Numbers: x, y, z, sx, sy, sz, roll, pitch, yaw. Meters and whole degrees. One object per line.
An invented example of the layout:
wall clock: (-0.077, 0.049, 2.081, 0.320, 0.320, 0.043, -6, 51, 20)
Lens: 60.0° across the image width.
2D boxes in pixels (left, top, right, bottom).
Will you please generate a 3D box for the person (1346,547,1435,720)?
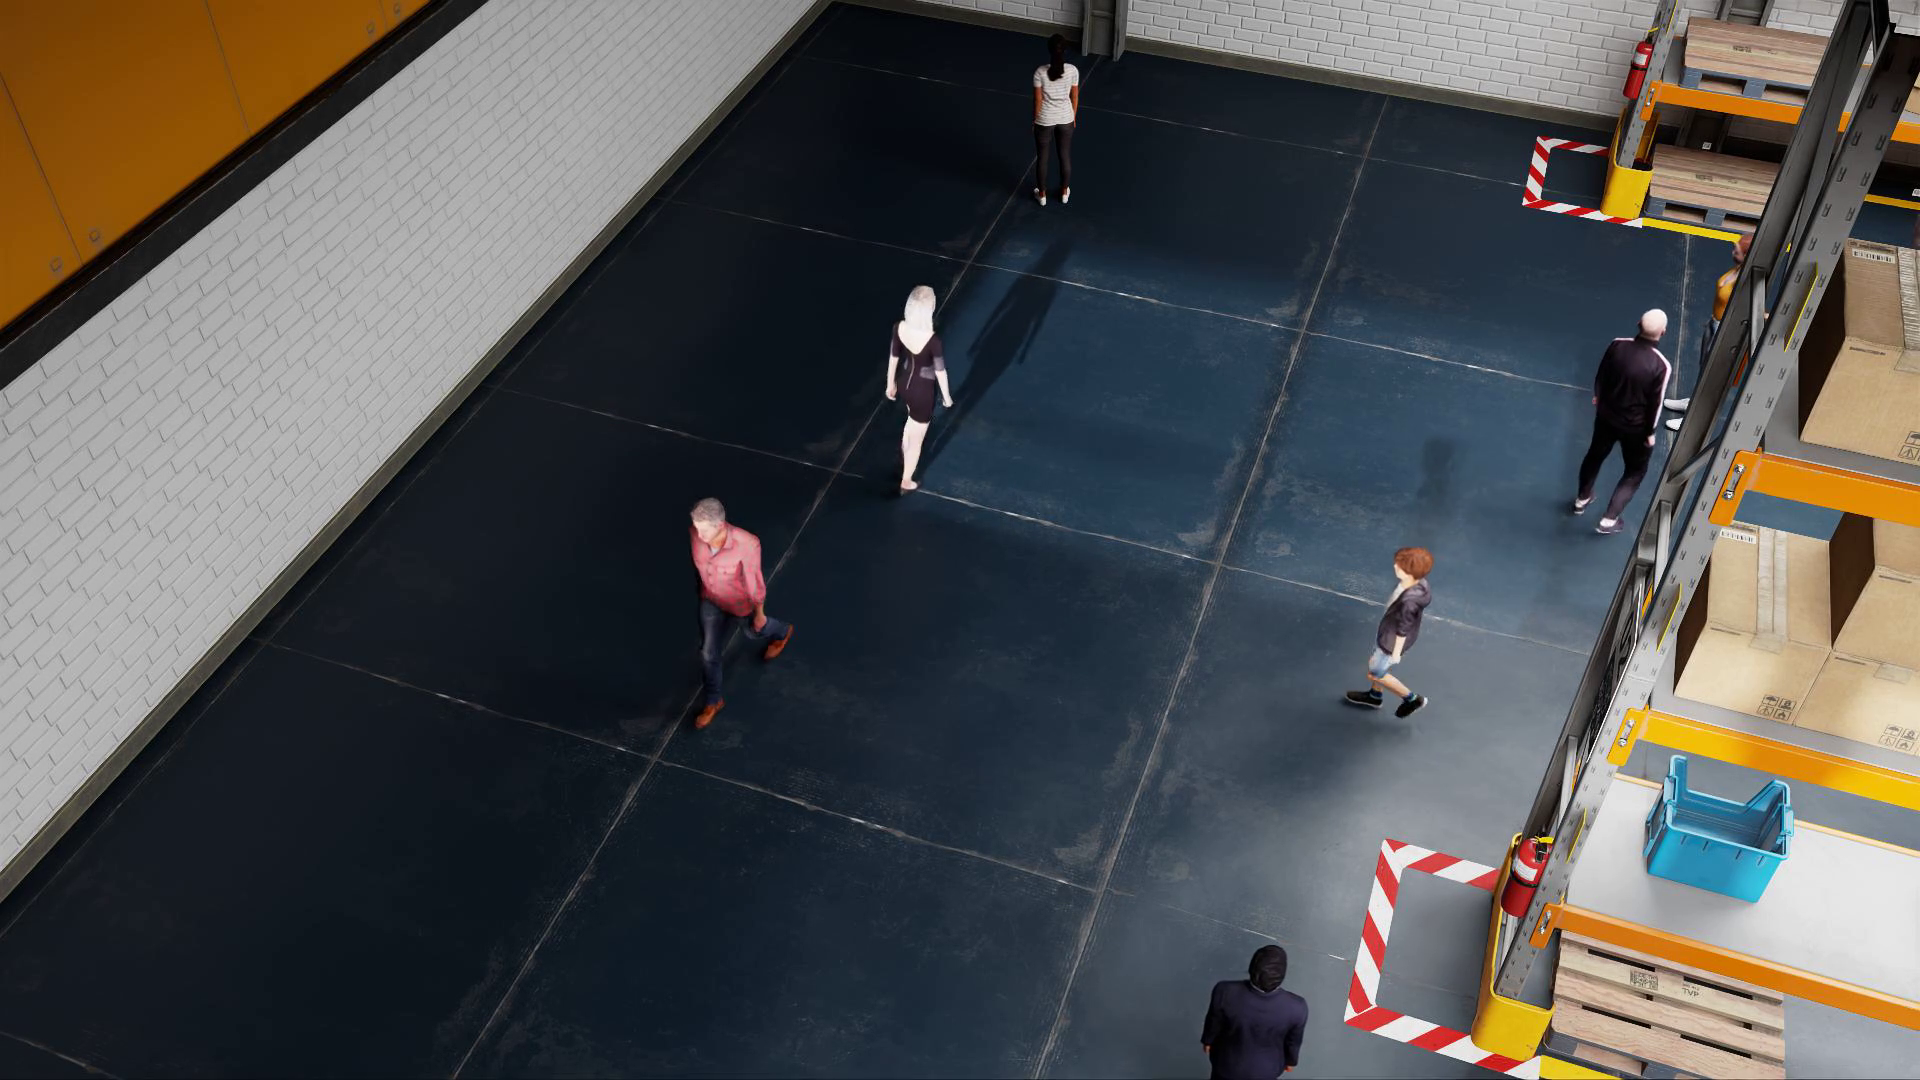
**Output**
person: (2.808, 0.604, 10.538, 0.714, 1.435, 0.537, 13, 45, 13)

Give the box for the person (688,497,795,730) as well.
person: (-1.394, 0.320, 10.591, 1.186, 1.773, 0.868, 19, 47, 19)

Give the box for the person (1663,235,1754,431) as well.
person: (5.774, -1.573, 12.590, 0.566, 1.756, 0.594, 12, 45, 12)

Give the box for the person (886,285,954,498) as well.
person: (-0.363, -0.988, 11.935, 0.653, 1.814, 0.748, 27, 50, 26)

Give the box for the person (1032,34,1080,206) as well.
person: (0.855, -3.787, 14.994, 0.609, 1.647, 0.711, -6, 44, -6)

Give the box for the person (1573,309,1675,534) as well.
person: (4.632, -0.810, 11.737, 0.901, 1.827, 0.783, -28, 50, -26)

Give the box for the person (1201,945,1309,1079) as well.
person: (1.428, 2.566, 8.270, 0.503, 1.723, 0.716, 9, 44, 9)
